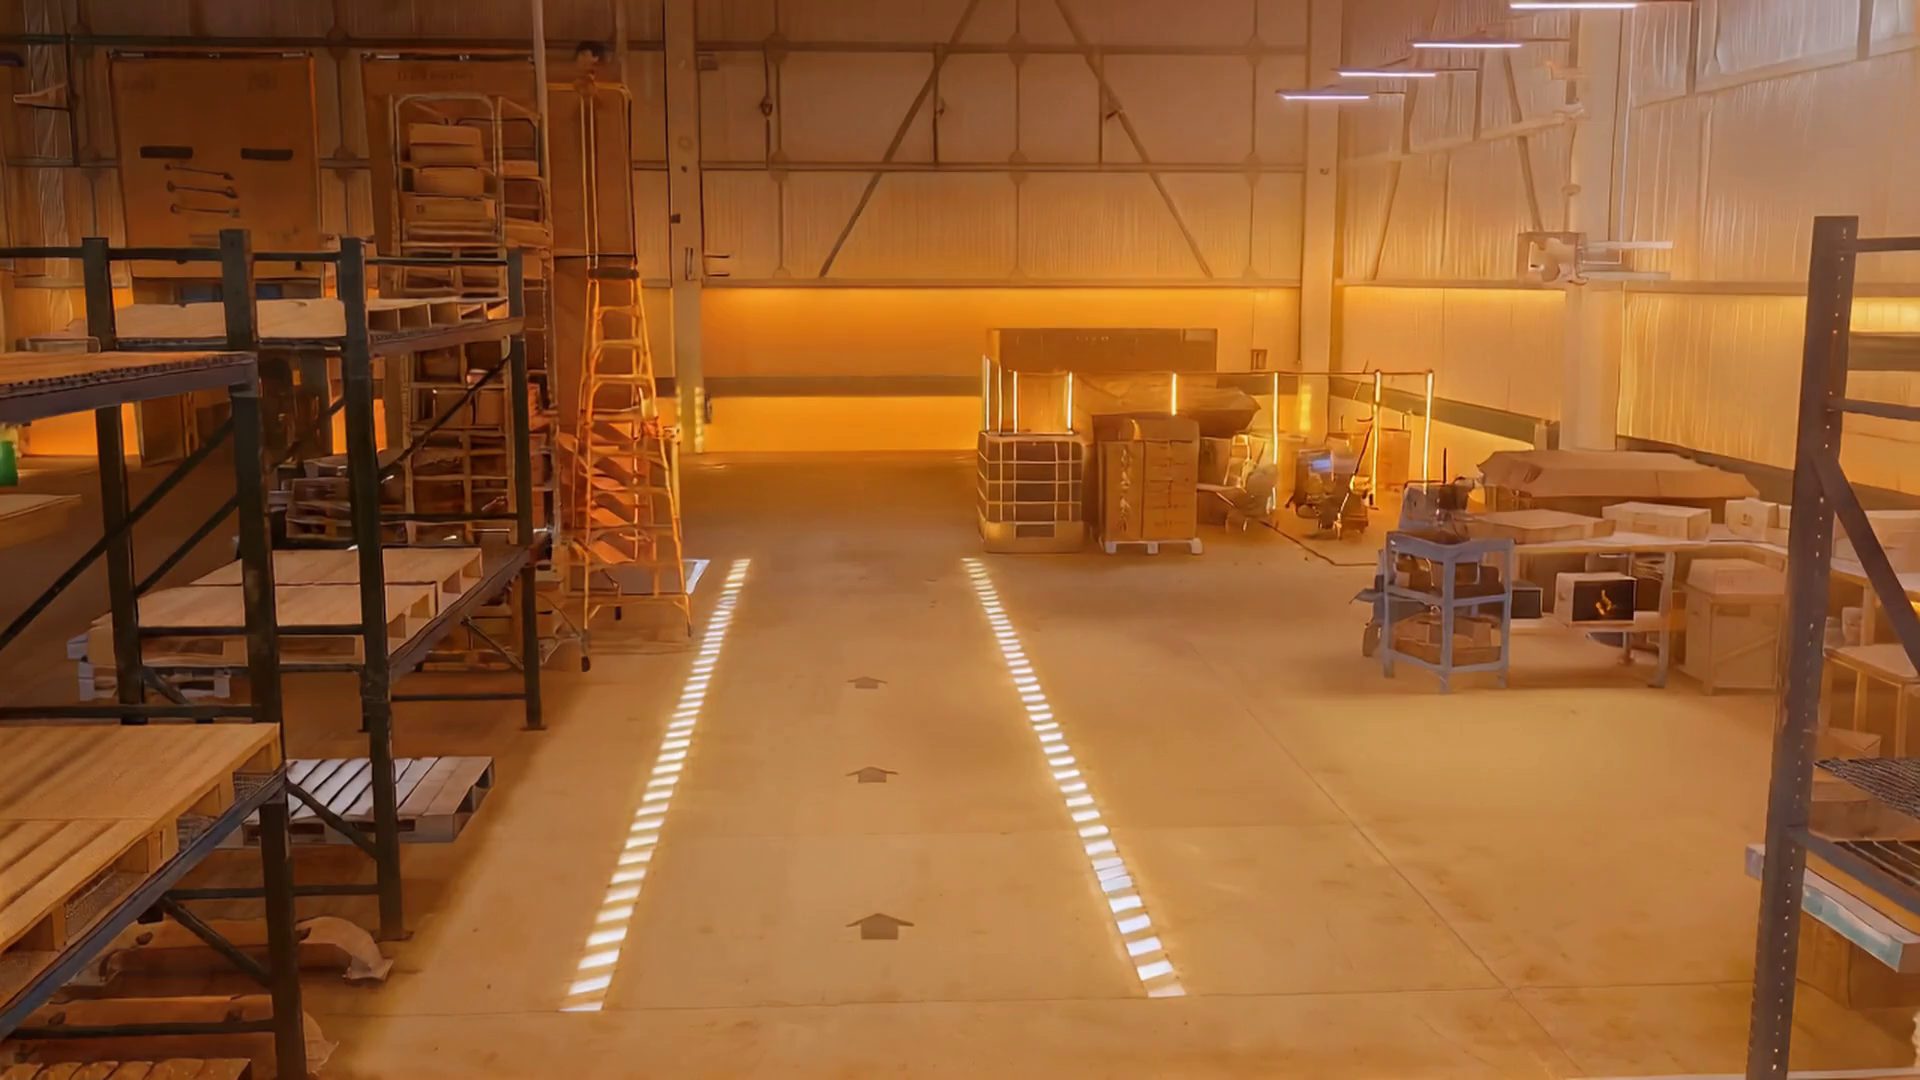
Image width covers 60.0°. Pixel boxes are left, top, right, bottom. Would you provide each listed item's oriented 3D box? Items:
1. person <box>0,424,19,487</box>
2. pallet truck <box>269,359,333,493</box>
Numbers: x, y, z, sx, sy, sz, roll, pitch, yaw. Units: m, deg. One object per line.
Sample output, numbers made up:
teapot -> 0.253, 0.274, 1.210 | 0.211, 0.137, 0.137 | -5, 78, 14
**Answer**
person -> -13.115, -1.680, 22.665 | 0.388, 1.930, 0.544 | -9, 12, -43
pallet truck -> -7.062, -1.131, 18.996 | 1.885, 1.965, 0.823 | 2, 9, 13
